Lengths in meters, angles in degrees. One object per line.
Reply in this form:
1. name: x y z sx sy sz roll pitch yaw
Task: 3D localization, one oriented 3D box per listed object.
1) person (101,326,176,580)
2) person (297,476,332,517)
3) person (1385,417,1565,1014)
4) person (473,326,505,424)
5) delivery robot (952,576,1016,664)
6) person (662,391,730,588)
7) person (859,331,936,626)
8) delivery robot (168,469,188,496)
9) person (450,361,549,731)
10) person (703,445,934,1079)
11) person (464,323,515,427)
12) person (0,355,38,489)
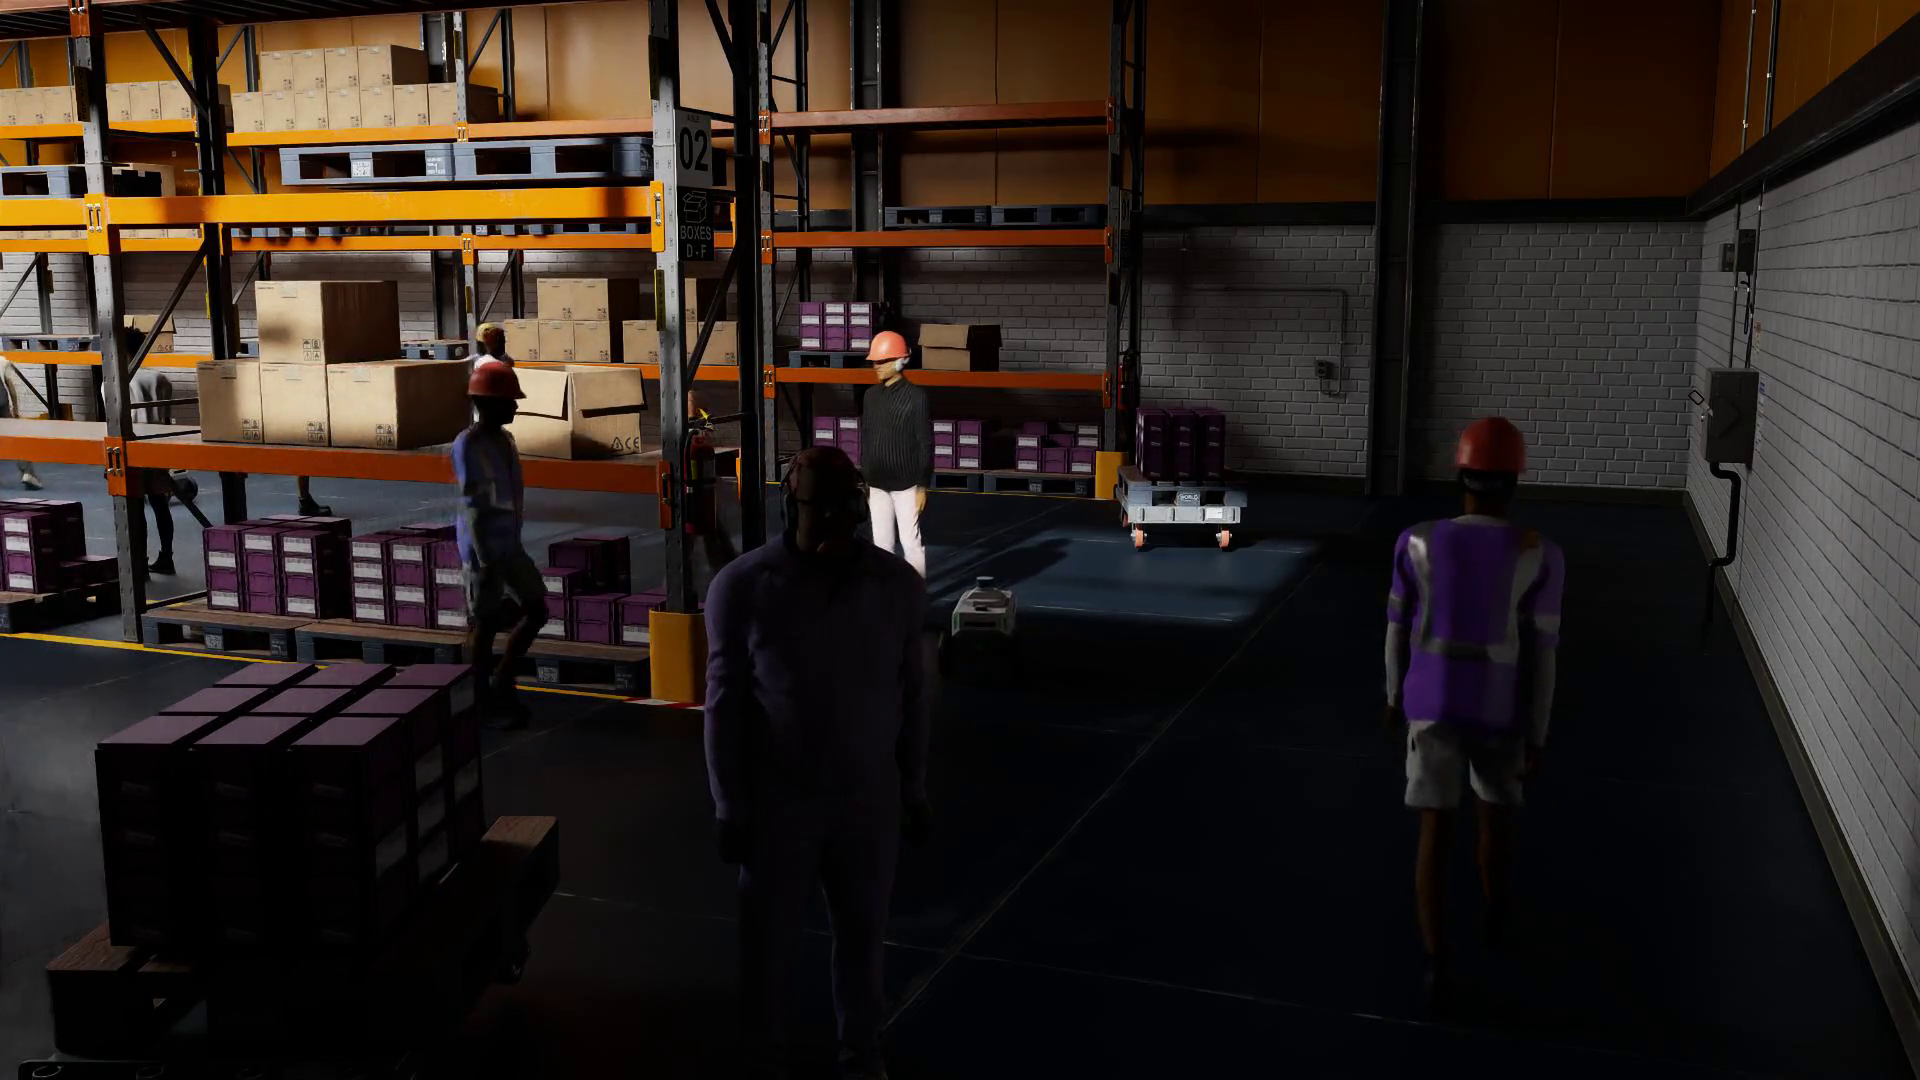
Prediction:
1. person: -6.380 -0.673 12.916 0.365 1.966 0.608 3 10 20
2. person: -6.383 -1.192 16.301 0.371 1.928 0.543 -3 10 -20
3. person: 1.700 0.536 5.555 0.571 1.884 0.971 4 10 22
4. person: -4.483 -1.122 16.082 0.413 1.857 0.635 -5 10 -29
5. delivery robot: 0.149 0.461 9.921 0.477 0.478 0.707 1 9 6
6. person: -1.760 -0.206 11.170 0.765 1.596 0.530 1 9 8
7. person: -0.448 -0.391 11.064 0.622 1.990 0.402 8 12 41
8. delivery robot: -8.333 -0.684 17.110 0.707 0.478 0.477 2 9 12
9. person: -2.376 0.046 8.549 0.433 1.919 0.563 3 10 18
10. person: -0.369 0.693 4.521 0.636 1.911 0.405 -3 10 -21
11. person: -4.682 -1.222 16.583 0.638 1.889 0.604 -8 12 -42
12. person: -10.603 -1.438 18.313 1.017 1.792 0.561 6 11 33
